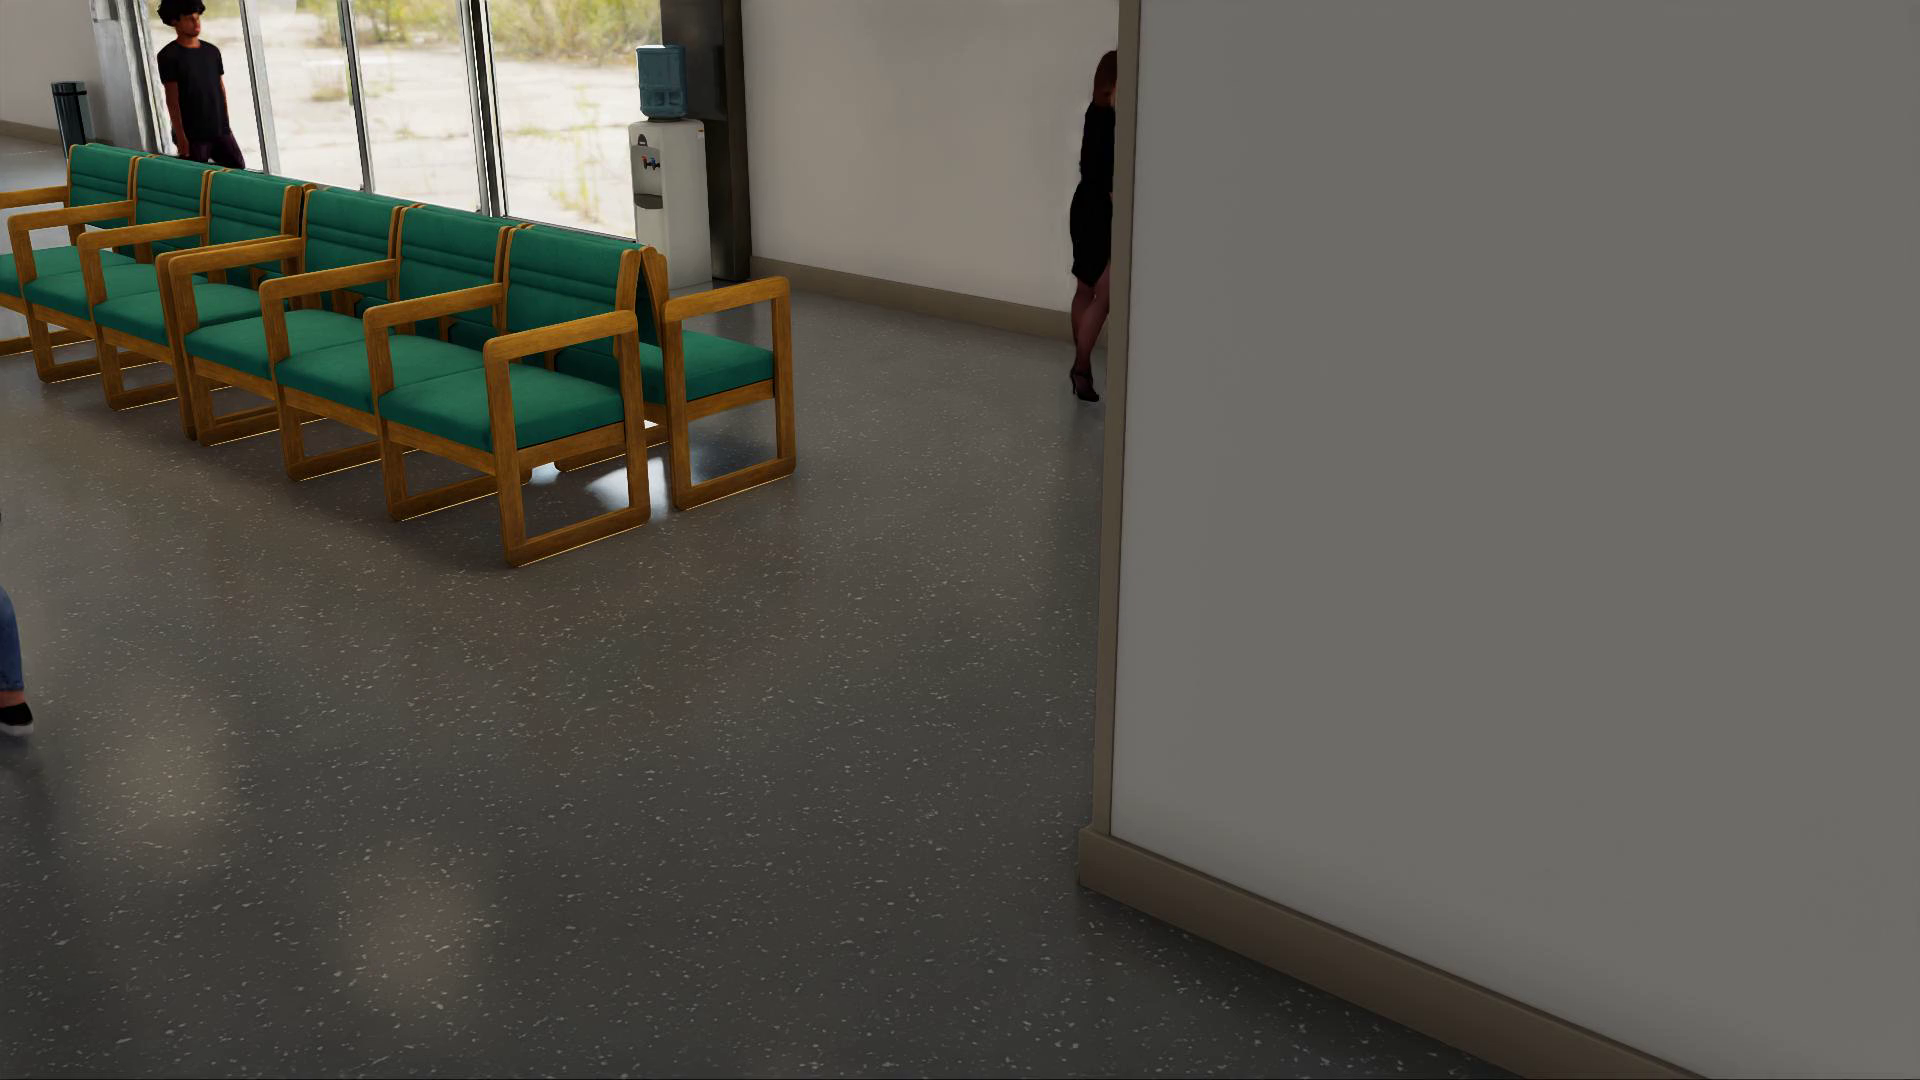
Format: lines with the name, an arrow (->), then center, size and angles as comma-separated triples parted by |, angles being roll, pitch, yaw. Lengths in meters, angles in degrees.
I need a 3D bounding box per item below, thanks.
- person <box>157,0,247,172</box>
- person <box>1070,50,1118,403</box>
person -> -5.262, -2.843, 11.458 | 0.758, 1.766, 0.745 | 14, 25, 32
person -> 0.648, -1.547, 8.166 | 0.742, 1.674, 0.726 | -11, 23, -27
